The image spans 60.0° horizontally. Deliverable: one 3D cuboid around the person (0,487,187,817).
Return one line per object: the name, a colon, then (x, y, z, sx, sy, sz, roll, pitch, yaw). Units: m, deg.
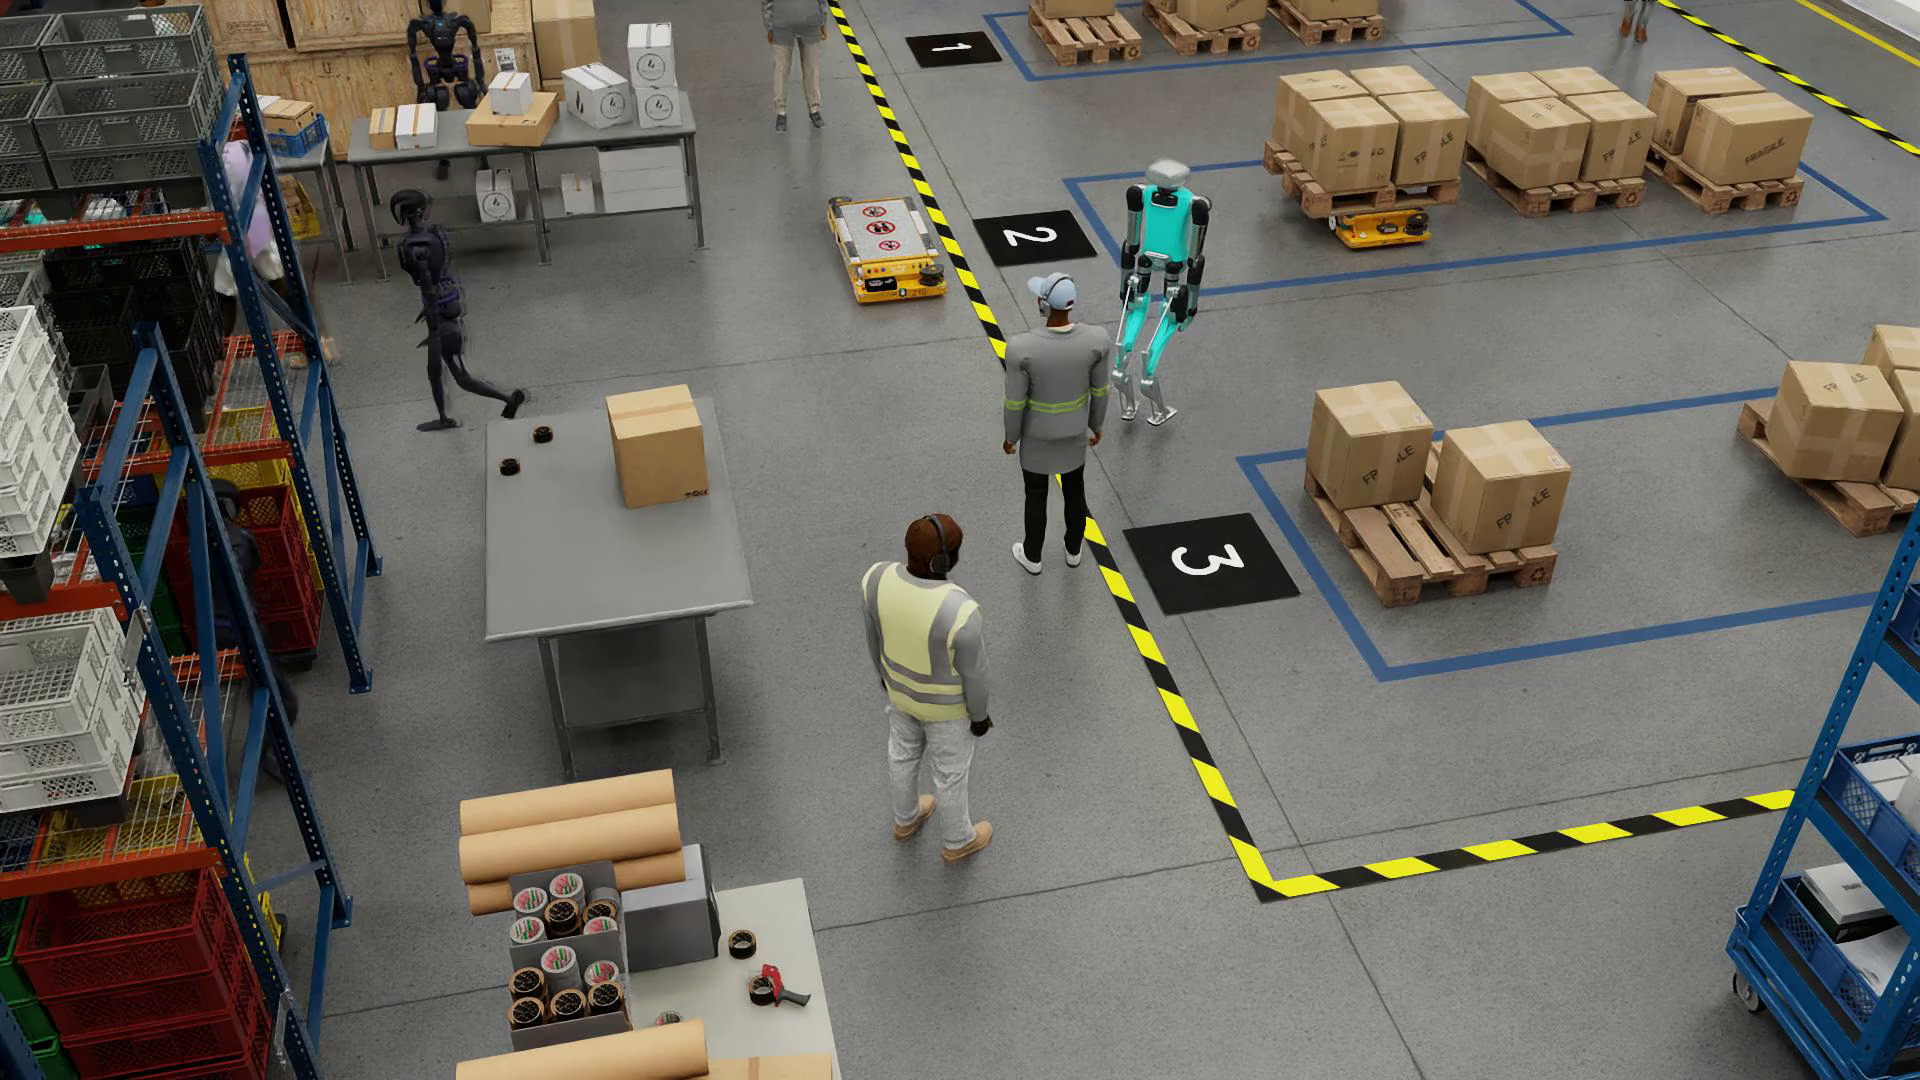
person: (-3.950, 0.524, 7.538, 0.589, 1.833, 0.404, 5, 37, 7)

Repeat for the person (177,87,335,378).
person: (-4.752, -1.958, 10.745, 1.058, 1.986, 0.605, -2, 37, -2)

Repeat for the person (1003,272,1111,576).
person: (0.511, -0.627, 9.070, 0.595, 1.852, 0.369, -9, 38, -12)

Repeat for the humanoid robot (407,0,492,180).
humanoid robot: (-4.080, -3.668, 13.313, 0.585, 1.639, 0.414, -12, 38, -15)

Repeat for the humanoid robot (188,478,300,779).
humanoid robot: (-3.387, 0.419, 7.805, 0.368, 1.647, 0.610, -22, 42, -27)

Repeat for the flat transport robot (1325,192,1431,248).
flat transport robot: (3.134, -2.740, 13.213, 0.652, 0.197, 1.431, -8, 37, -10)

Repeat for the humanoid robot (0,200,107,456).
humanoid robot: (-5.463, -1.195, 9.920, 0.530, 1.790, 0.638, 5, 37, 7)

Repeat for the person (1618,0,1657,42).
person: (6.647, -5.685, 15.853, 0.621, 1.869, 0.483, 9, 38, 12)

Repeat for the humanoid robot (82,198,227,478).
humanoid robot: (-4.662, -1.051, 9.830, 0.820, 1.877, 0.541, 23, 43, 28)

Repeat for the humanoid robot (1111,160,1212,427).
humanoid robot: (1.137, -1.426, 10.131, 0.533, 1.673, 0.735, 18, 40, 23)

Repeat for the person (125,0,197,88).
person: (-6.007, -3.428, 12.756, 0.613, 1.945, 0.390, 27, 44, 31)

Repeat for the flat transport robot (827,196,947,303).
flat transport robot: (-0.570, -2.220, 12.538, 0.659, 0.231, 1.431, -8, 37, -10)

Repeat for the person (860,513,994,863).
person: (-0.115, 0.662, 7.350, 0.618, 1.839, 0.430, 24, 43, 29)

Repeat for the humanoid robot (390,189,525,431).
humanoid robot: (-3.147, -1.408, 10.290, 0.661, 1.637, 0.603, -11, 38, -14)

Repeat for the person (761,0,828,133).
person: (-1.396, -4.365, 14.165, 0.564, 1.763, 0.402, -9, 38, -11)
